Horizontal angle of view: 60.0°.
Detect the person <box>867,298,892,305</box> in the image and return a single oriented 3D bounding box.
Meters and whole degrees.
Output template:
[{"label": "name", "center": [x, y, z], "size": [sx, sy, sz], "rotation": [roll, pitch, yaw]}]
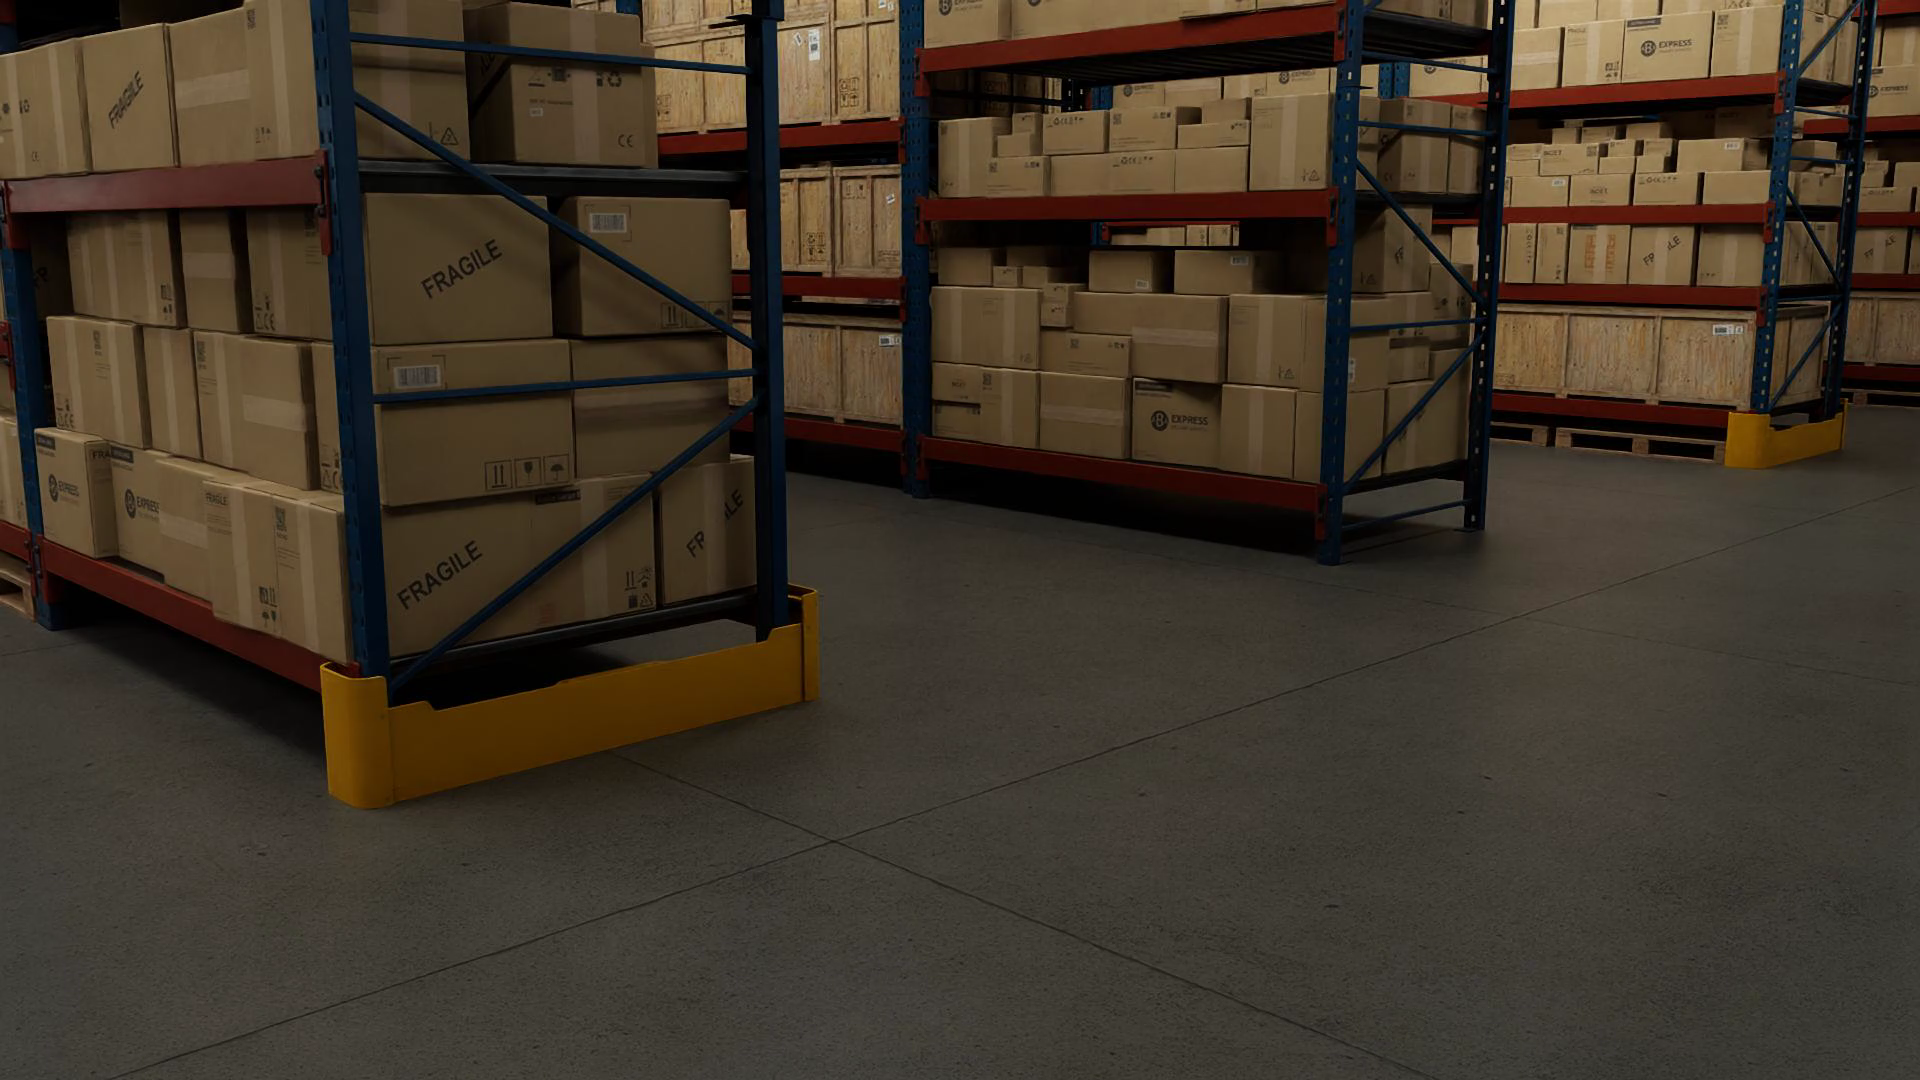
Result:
[{"label": "person", "center": [-1.066, -2.792, 21.660], "size": [0.376, 1.934, 0.548], "rotation": [4, 11, 21]}]
